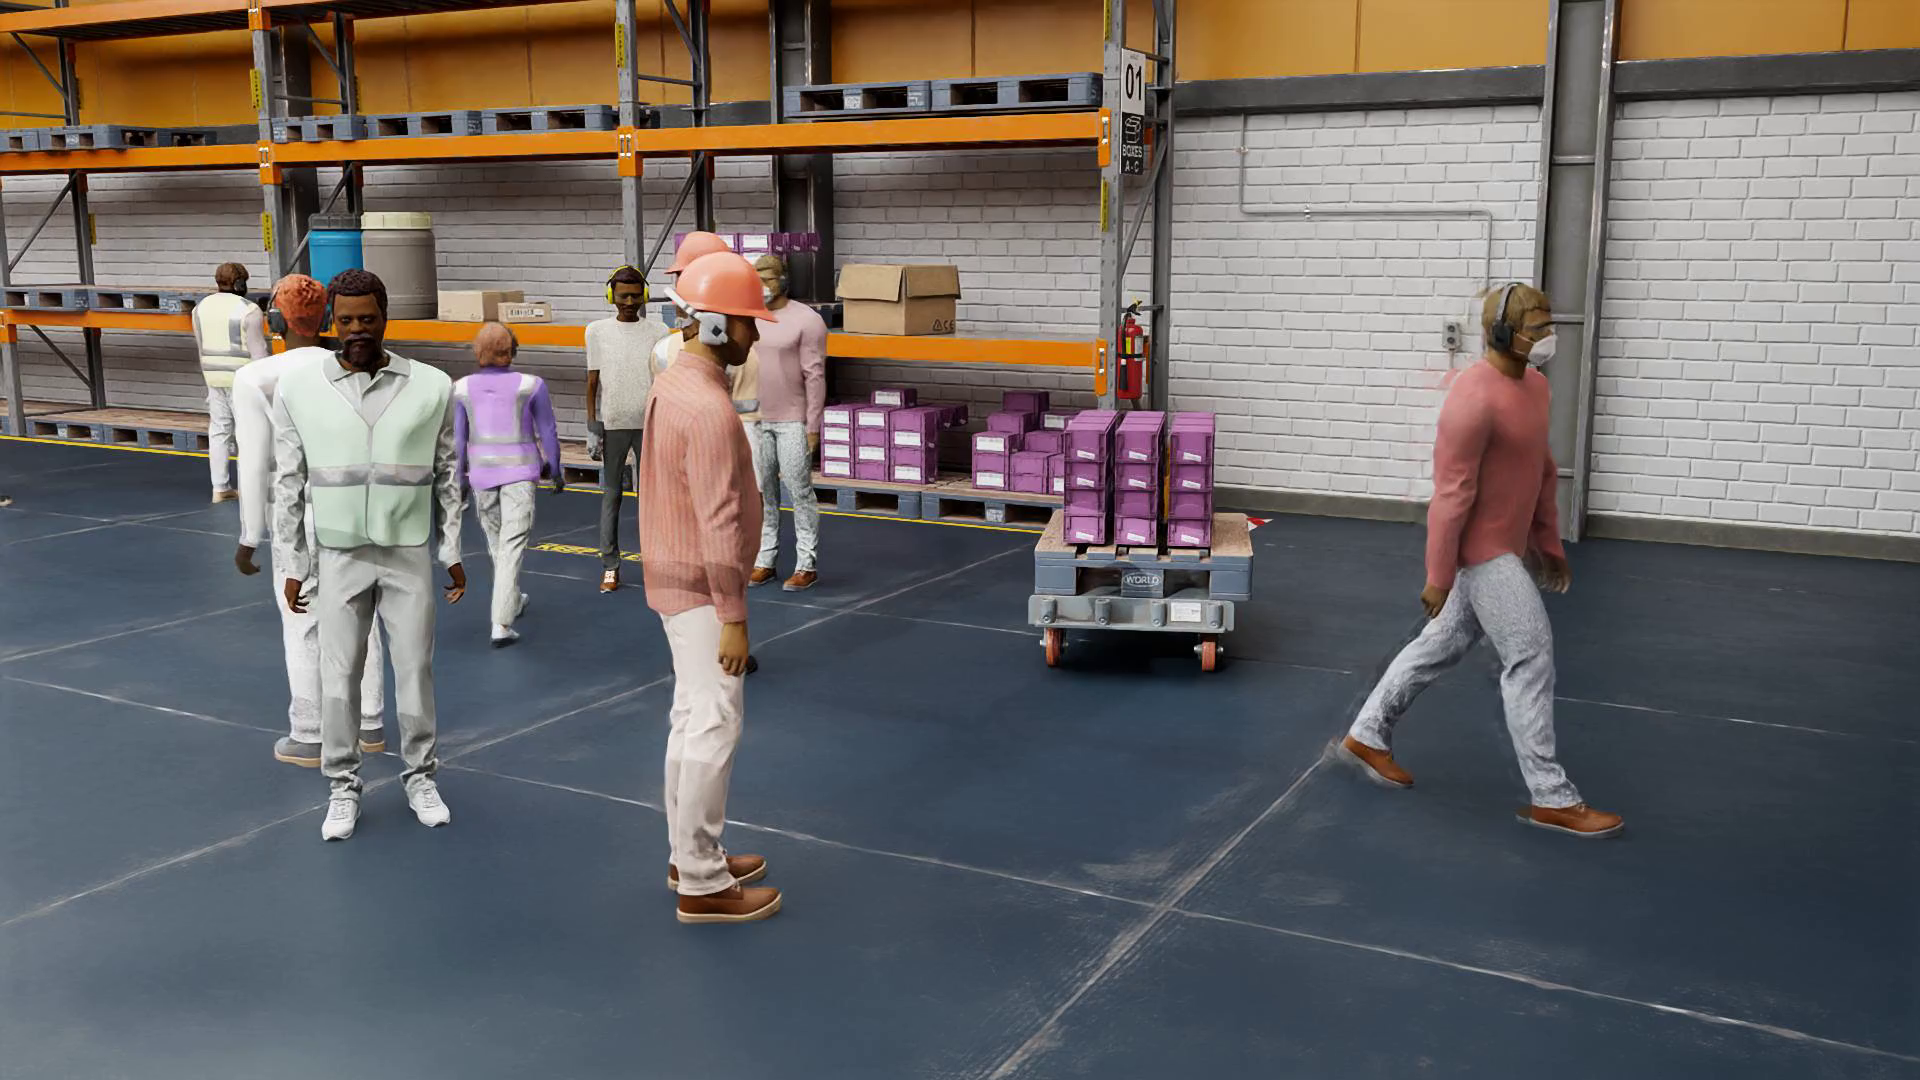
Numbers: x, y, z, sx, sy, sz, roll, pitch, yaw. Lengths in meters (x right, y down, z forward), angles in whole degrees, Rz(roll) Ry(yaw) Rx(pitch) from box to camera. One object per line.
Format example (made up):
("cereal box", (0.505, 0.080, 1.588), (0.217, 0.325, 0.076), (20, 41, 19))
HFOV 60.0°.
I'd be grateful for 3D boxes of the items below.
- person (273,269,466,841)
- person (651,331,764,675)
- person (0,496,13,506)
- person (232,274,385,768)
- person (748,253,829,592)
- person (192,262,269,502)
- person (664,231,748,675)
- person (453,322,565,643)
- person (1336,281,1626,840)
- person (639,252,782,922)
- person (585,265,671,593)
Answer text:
("person", (-1.996, 0.046, 5.659), (0.596, 1.916, 0.373), (-5, 11, -23))
("person", (-1.128, -0.310, 7.607), (0.552, 1.923, 0.391), (4, 11, 23))
("person", (-7.482, -1.173, 12.282), (0.594, 1.938, 0.641), (-2, 11, -13))
("person", (-2.482, -0.068, 6.384), (0.355, 1.882, 0.615), (10, 14, 43))
("person", (-1.039, -0.669, 9.554), (0.626, 1.933, 0.370), (5, 12, 27))
("person", (-5.507, -1.188, 12.670), (0.621, 1.835, 0.431), (4, 11, 19))
("person", (-1.150, -0.381, 7.654), (0.370, 2.044, 0.608), (-1, 10, -7))
("person", (-2.309, -0.304, 8.482), (0.515, 1.591, 0.876), (1, 10, 5))
("person", (1.800, 0.041, 5.811), (1.051, 1.890, 0.626), (7, 12, 32))
("person", (-0.729, 0.152, 4.917), (0.412, 1.980, 0.631), (-4, 11, -20))
("person", (-1.887, -0.632, 9.525), (0.508, 1.865, 0.328), (-4, 11, -19))
